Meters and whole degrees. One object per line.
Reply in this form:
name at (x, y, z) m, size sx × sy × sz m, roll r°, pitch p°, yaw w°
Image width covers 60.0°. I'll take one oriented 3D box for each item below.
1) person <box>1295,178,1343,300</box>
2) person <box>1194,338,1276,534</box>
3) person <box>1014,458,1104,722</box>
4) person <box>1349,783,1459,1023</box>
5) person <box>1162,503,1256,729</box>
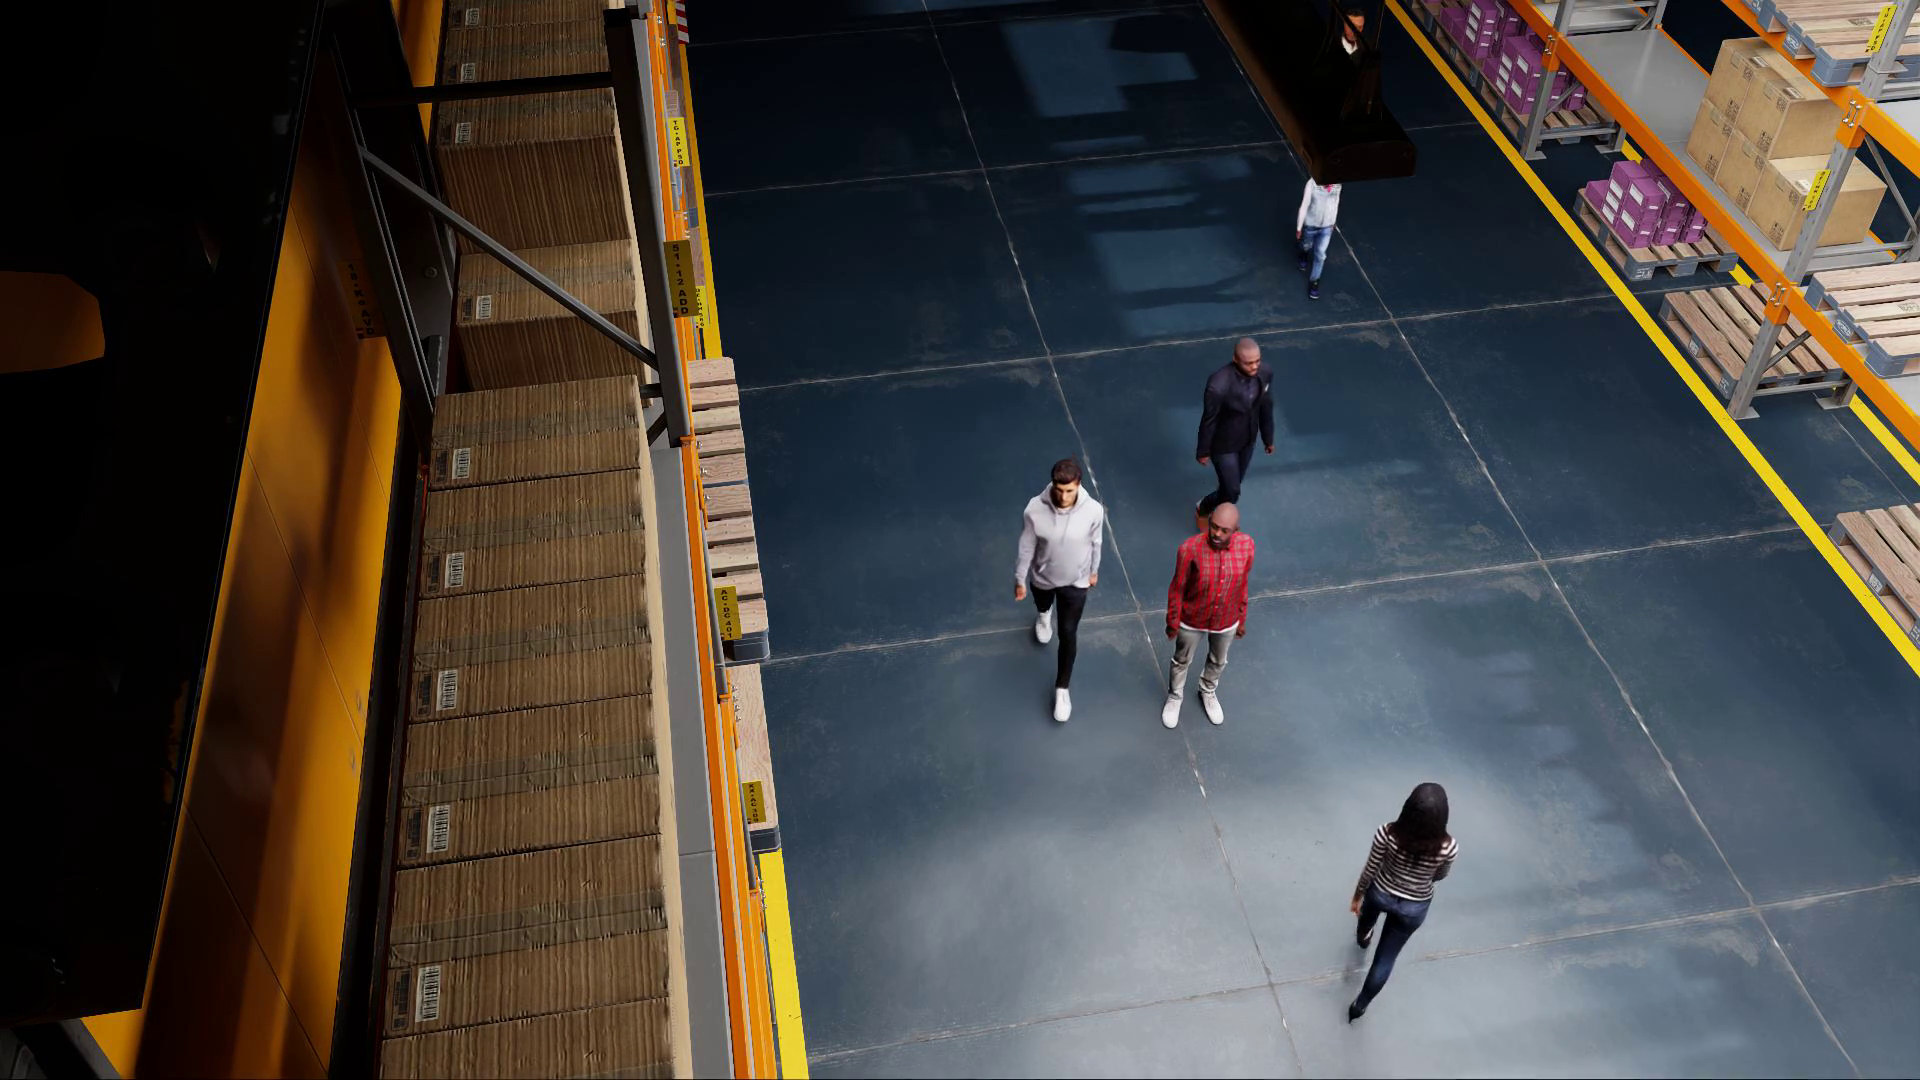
person at (3.055, -2.755, 14.204) m, size 0.621 × 1.247 × 0.913 m, roll 3°, pitch 44°, yaw 3°
person at (1.854, -0.738, 11.682) m, size 0.830 × 1.804 × 0.836 m, roll -28°, pitch 50°, yaw -26°
person at (0.625, 0.151, 10.689) m, size 0.874 × 1.888 × 1.308 m, roll 1°, pitch 44°, yaw 2°
person at (2.297, 2.013, 8.828) m, size 0.880 × 1.760 × 1.024 m, roll 14°, pitch 45°, yaw 14°
person at (1.554, 0.448, 10.428) m, size 0.687 × 1.817 × 0.585 m, roll -3°, pitch 44°, yaw -3°
